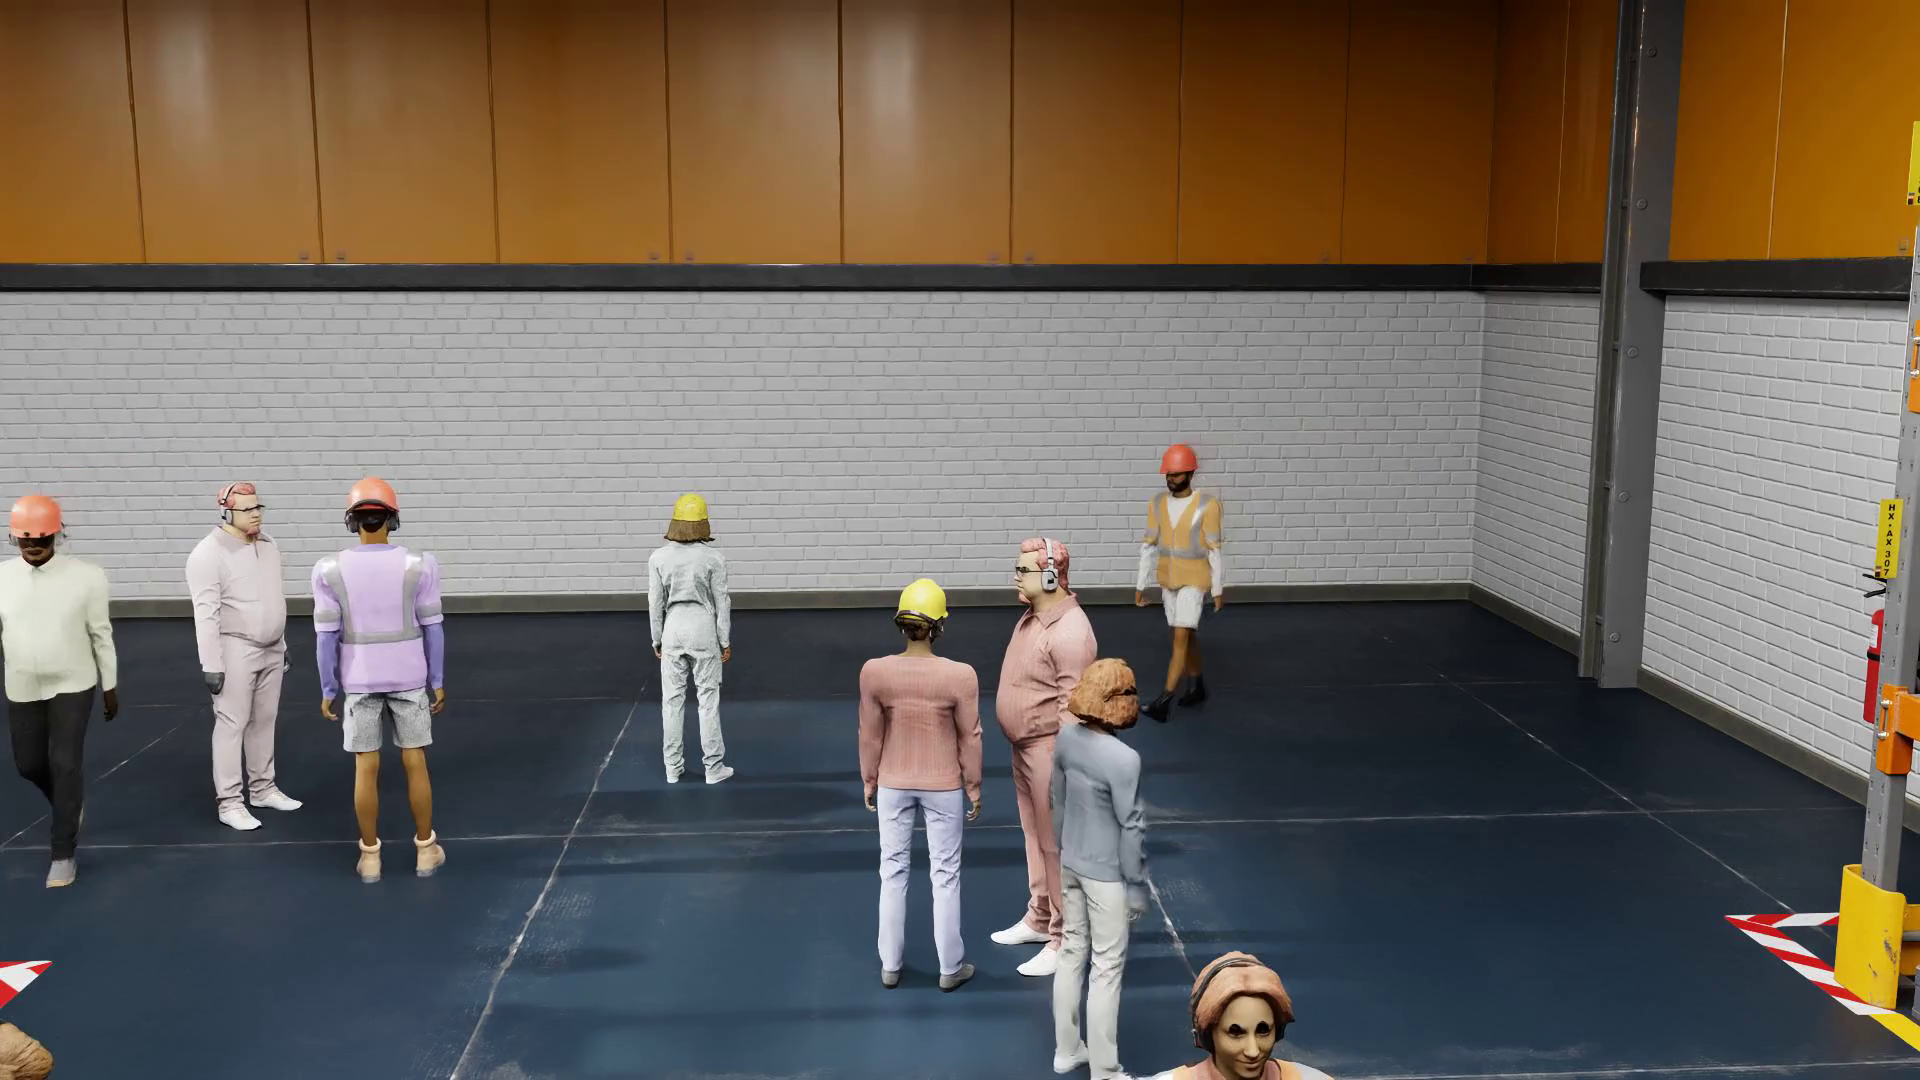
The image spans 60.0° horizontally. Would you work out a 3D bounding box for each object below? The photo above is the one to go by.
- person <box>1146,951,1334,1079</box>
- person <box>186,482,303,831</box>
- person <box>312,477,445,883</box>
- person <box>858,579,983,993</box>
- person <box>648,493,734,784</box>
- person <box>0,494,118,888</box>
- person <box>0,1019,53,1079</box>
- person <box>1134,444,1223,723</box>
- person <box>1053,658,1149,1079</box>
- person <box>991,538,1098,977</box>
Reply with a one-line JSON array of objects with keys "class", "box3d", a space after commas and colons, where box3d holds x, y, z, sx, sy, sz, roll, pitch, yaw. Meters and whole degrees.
[{"class": "person", "box3d": [0.568, 1.663, 3.532, 0.514, 1.641, 0.308, -2, 9, -13]}, {"class": "person", "box3d": [-3.928, 0.627, 9.203, 0.404, 1.906, 0.651, 2, 9, 15]}, {"class": "person", "box3d": [-2.895, 0.698, 8.348, 0.607, 2.037, 0.401, -2, 9, -14]}, {"class": "person", "box3d": [-0.162, 1.039, 7.052, 0.533, 1.768, 0.310, 2, 9, 11]}, {"class": "person", "box3d": [-1.602, 0.589, 9.950, 0.493, 1.742, 0.312, 1, 9, 8]}, {"class": "person", "box3d": [-4.641, 0.716, 8.487, 0.645, 1.963, 0.807, -3, 9, -17]}, {"class": "person", "box3d": [-1.623, 1.683, 2.784, 0.344, 1.839, 0.504, -2, 9, -13]}, {"class": "person", "box3d": [1.480, 0.284, 11.427, 0.574, 1.878, 1.005, 8, 12, 40]}, {"class": "person", "box3d": [0.522, 1.244, 6.200, 0.269, 1.629, 0.519, -5, 10, -28]}, {"class": "person", "box3d": [0.357, 0.933, 7.281, 0.409, 1.907, 0.648, -2, 9, -15]}]
